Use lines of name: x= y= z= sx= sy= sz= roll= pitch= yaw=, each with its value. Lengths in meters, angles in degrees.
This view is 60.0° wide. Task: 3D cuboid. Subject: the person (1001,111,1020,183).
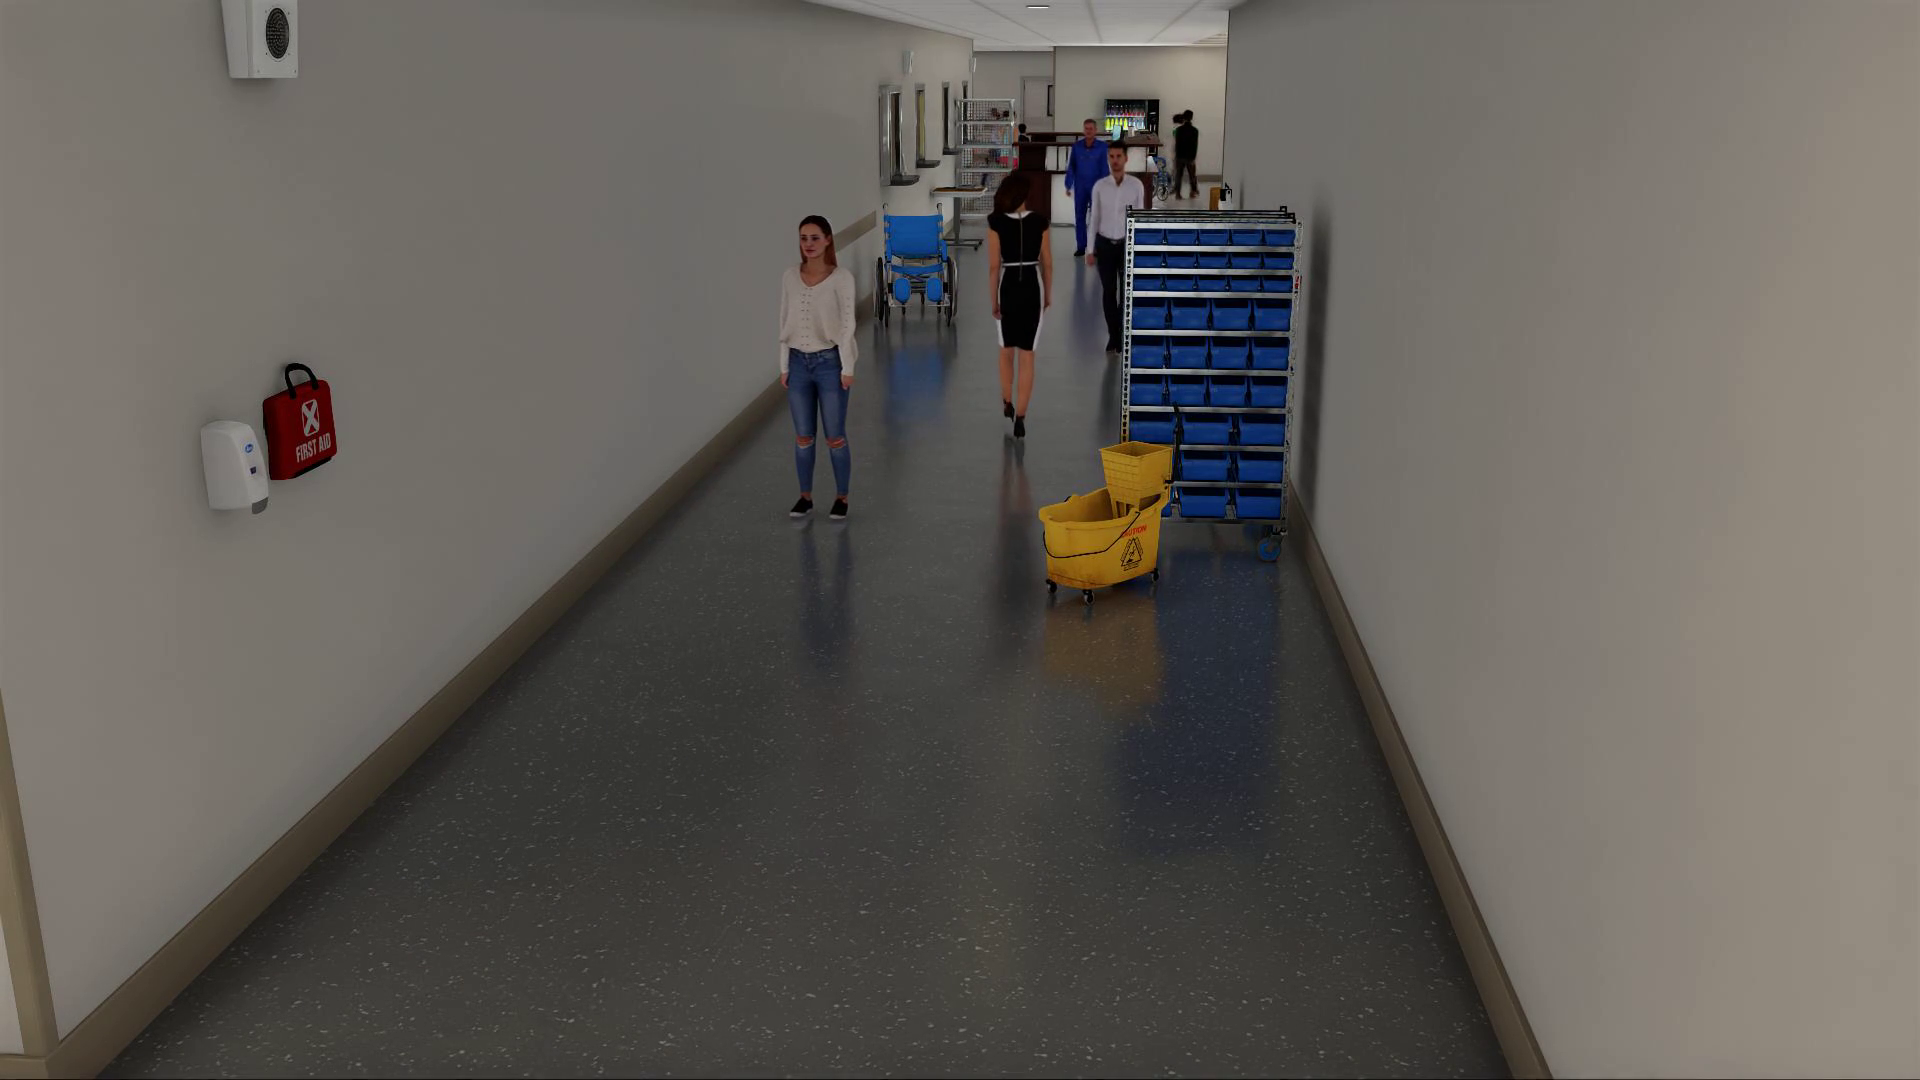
person: x=0.902 y=-6.980 z=30.492 sx=0.644 sy=1.764 sz=0.719 roll=14 pitch=21 yaw=40

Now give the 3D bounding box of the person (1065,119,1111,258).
person: x=1.744 y=-4.779 z=22.580 sx=0.686 sy=1.821 sz=0.882 roll=6 pitch=17 yaw=19

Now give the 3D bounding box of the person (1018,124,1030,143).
person: x=1.467 y=-9.248 z=39.470 sx=0.462 sy=1.217 sz=0.566 roll=1 pitch=16 yaw=3

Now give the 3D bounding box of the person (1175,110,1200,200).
person: x=4.347 y=-7.449 z=32.300 sx=1.068 sy=1.684 sz=0.939 roll=8 pitch=17 yaw=25

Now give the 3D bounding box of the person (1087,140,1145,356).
person: x=1.419 y=-2.621 z=14.869 sx=0.759 sy=1.851 sz=0.765 roll=3 pitch=16 yaw=12

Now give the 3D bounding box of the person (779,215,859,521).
person: x=-0.792 y=-0.948 z=9.230 sx=0.566 sy=1.691 sz=0.715 roll=5 pitch=17 yaw=18

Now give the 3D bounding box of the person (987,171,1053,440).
person: x=0.411 y=-1.550 z=11.216 sx=0.884 sy=1.772 sz=0.679 roll=1 pitch=16 yaw=3

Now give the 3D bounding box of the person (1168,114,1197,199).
person: x=4.428 y=-7.543 z=32.762 sx=1.178 sy=1.615 sz=1.102 roll=-7 pitch=17 yaw=-22
